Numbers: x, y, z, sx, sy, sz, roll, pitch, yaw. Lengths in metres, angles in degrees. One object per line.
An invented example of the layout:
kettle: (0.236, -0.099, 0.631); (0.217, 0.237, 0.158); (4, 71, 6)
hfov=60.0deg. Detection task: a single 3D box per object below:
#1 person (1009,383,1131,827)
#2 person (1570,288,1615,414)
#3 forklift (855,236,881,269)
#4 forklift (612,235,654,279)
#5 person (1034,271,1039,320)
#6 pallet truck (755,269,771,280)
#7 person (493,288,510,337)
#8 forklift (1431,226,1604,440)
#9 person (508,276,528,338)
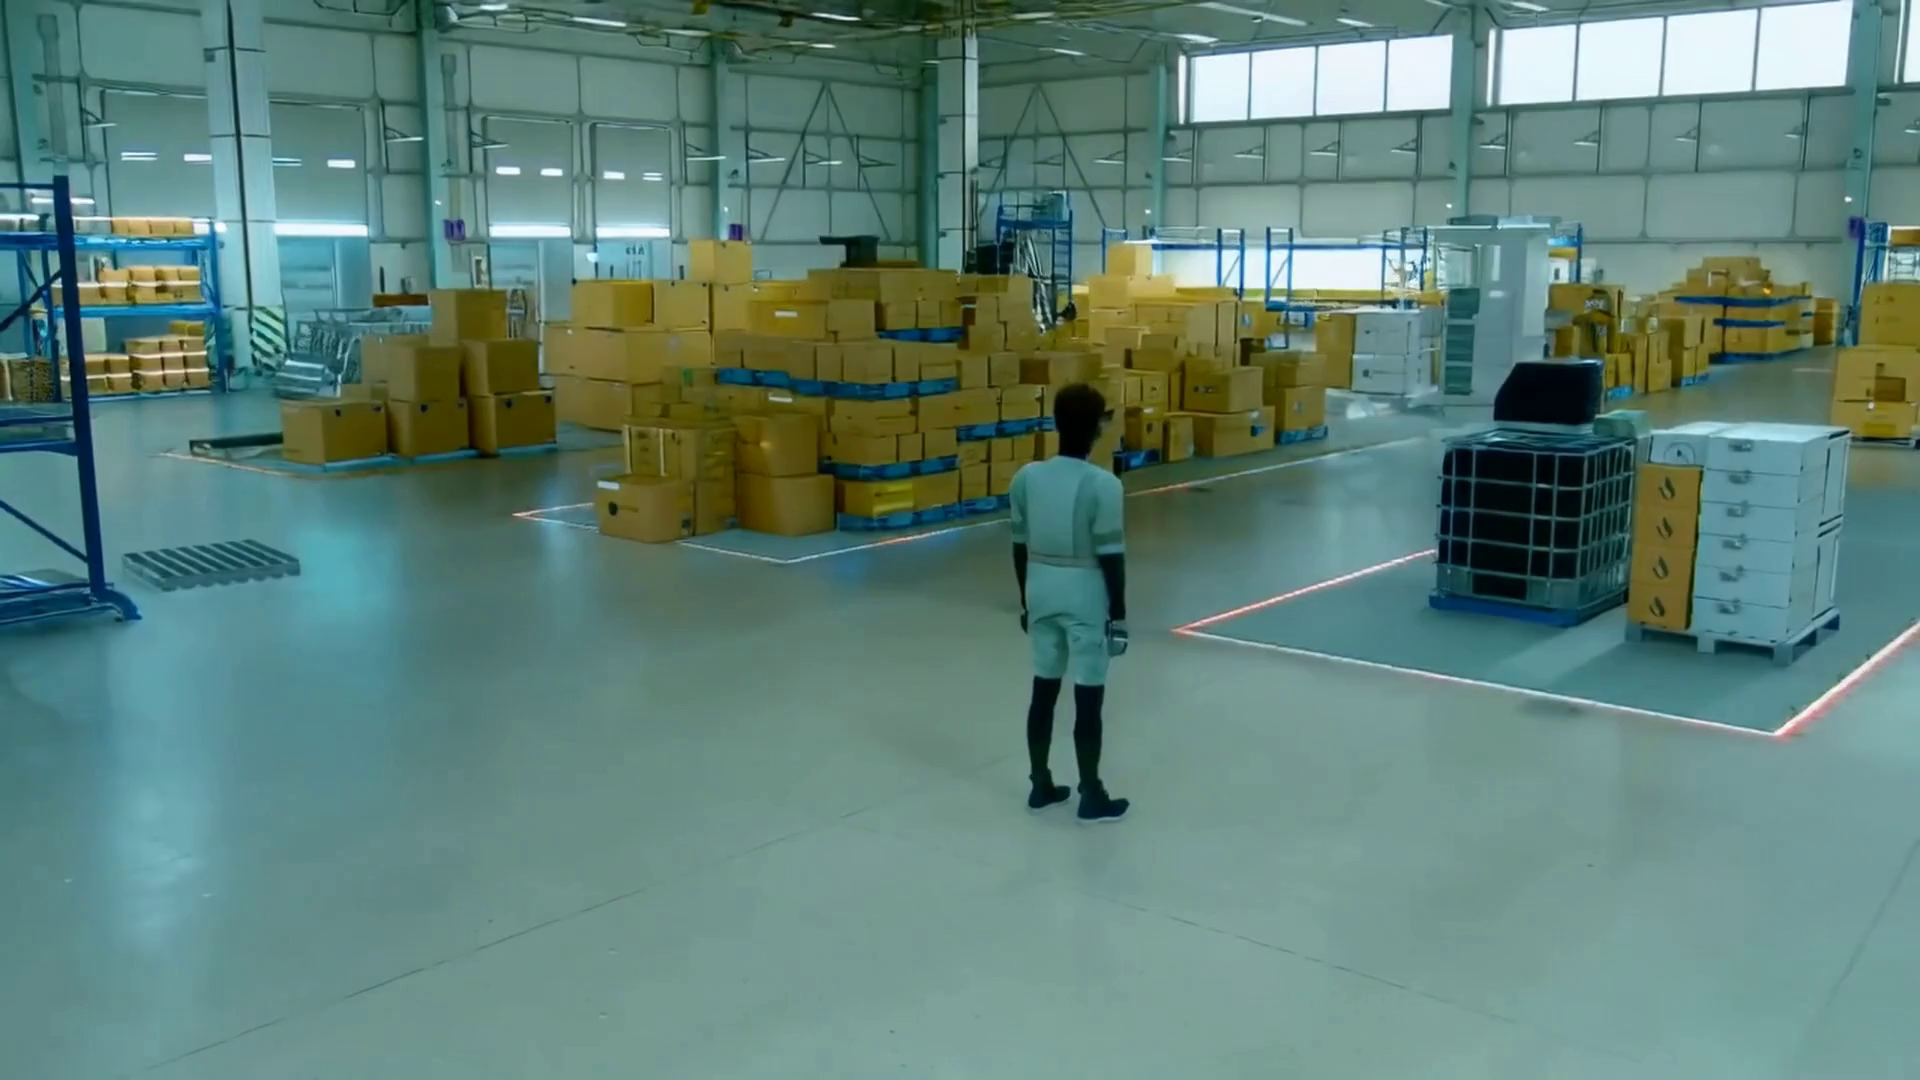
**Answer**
person: (0.498, 0.288, 7.372); (0.602, 1.960, 0.368); (8, 13, 40)
person: (8.775, -2.489, 23.084); (0.608, 1.995, 0.377); (8, 13, 40)
forklift: (-2.182, -5.814, 39.497); (1.873, 2.768, 1.129); (2, 10, 13)
forklift: (-7.300, -5.450, 37.421); (1.873, 2.768, 1.129); (8, 13, 40)
person: (2.083, -6.920, 48.474); (0.542, 1.938, 0.357); (8, 13, 40)
pallet truck: (-4.996, -6.432, 45.525); (1.885, 1.965, 0.823); (-6, 12, -32)
person: (-7.128, -2.914, 25.663); (0.629, 1.940, 0.373); (8, 13, 40)
forklift: (7.339, -2.688, 21.696); (1.873, 2.768, 1.129); (8, 13, 40)
person: (-10.325, -5.221, 38.950); (0.573, 1.887, 0.356); (8, 13, 40)
